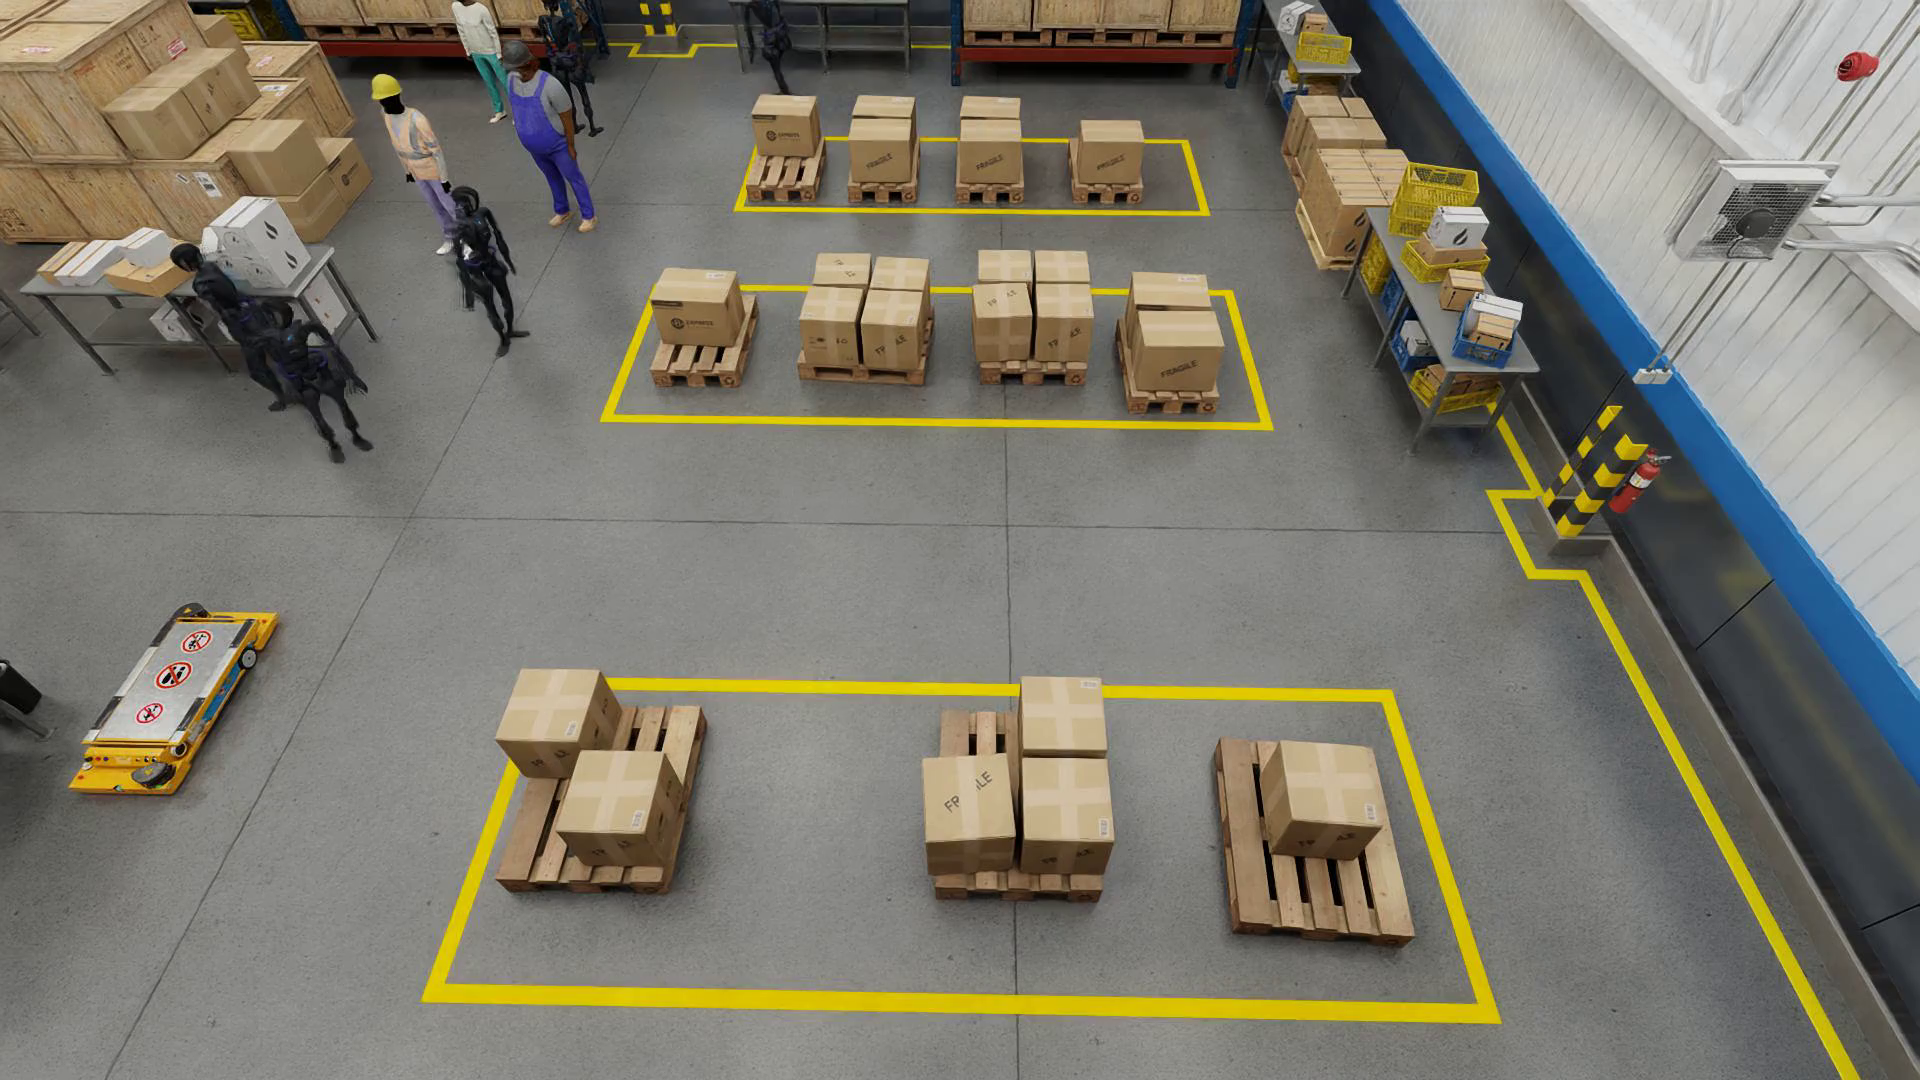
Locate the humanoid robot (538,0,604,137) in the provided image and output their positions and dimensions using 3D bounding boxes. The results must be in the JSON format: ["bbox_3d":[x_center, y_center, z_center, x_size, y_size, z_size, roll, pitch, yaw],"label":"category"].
[{"bbox_3d":[-4.903,-5.941,11.469,0.580,1.653,0.318,14,51,11],"label":"humanoid robot"}]

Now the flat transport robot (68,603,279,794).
[{"bbox_3d":[-5.504,1.072,6.442,0.652,0.197,1.431,1,50,1],"label":"flat transport robot"}]

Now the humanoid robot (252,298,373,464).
[{"bbox_3d":[-5.323,-1.306,7.565,0.620,1.630,0.500,-35,58,-26],"label":"humanoid robot"}]

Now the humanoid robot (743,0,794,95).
[{"bbox_3d":[-2.462,-6.490,11.955,0.576,1.620,0.551,26,54,20],"label":"humanoid robot"}]

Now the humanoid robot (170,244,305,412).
[{"bbox_3d":[-6.313,-1.871,8.023,0.479,1.642,0.645,-13,51,-11],"label":"humanoid robot"}]

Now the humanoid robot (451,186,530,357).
[{"bbox_3d":[-4.445,-2.489,8.553,0.368,1.644,0.682,13,51,11],"label":"humanoid robot"}]

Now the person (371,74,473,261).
[{"bbox_3d":[-5.569,-3.848,9.535,0.586,1.930,0.361,18,52,14],"label":"person"}]

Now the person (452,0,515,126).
[{"bbox_3d":[-6.036,-6.187,11.621,0.524,1.768,0.307,10,50,8],"label":"person"}]

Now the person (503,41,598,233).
[{"bbox_3d":[-4.445,-4.293,9.840,0.672,2.000,0.536,16,52,13],"label":"person"}]
